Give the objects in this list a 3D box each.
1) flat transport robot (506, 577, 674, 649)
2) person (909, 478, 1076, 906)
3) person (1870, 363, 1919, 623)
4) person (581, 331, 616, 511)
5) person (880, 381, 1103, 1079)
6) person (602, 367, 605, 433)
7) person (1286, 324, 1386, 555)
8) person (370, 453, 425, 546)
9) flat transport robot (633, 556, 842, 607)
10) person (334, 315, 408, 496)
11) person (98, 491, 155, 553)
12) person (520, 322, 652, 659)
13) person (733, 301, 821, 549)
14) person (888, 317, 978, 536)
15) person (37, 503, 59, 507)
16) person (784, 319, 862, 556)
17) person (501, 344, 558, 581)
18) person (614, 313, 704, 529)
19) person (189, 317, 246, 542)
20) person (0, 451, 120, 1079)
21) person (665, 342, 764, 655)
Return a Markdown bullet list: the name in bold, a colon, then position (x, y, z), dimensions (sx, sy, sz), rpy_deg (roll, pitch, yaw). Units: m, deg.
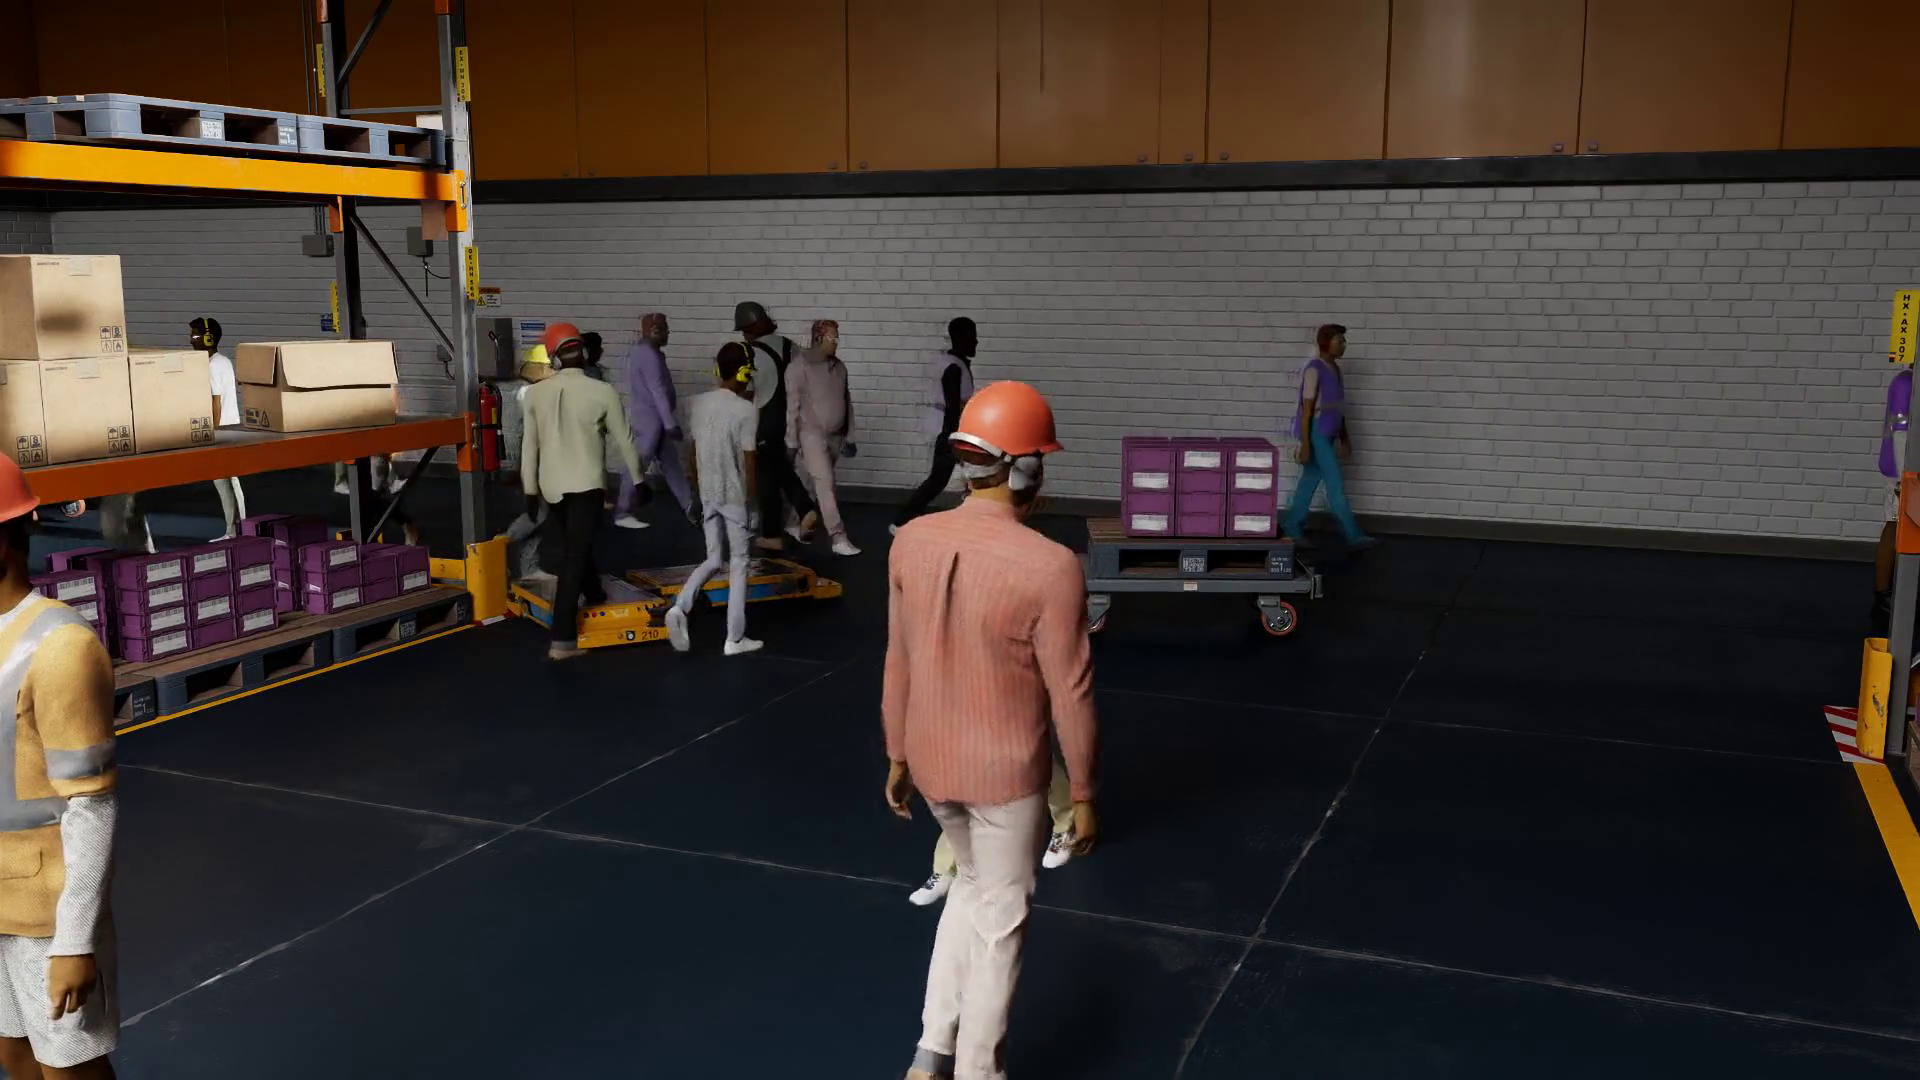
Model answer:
- **flat transport robot**: position (-2.319, 0.424, 10.421), dimensions (0.652, 0.197, 1.431), rpy_deg (-6, 11, -31)
- **person**: position (0.173, 0.482, 6.069), dimensions (0.498, 1.595, 0.819), rpy_deg (7, 12, 38)
- **person**: position (6.102, -0.448, 10.665), dimensions (0.363, 1.939, 0.542), rpy_deg (7, 12, 37)
- **person**: position (-3.424, -1.077, 15.245), dimensions (0.422, 1.672, 0.552), rpy_deg (0, 9, -1)
- **person**: position (0.088, 0.584, 4.290), dimensions (0.647, 1.975, 0.445), rpy_deg (8, 13, 41)
- **person**: position (-3.598, -1.127, 15.750), dimensions (0.481, 1.615, 0.511), rpy_deg (6, 11, 32)
- **person**: position (2.971, -0.782, 13.069), dimensions (0.907, 1.804, 0.594), rpy_deg (5, 11, 28)
- **person**: position (-4.430, -0.651, 12.650), dimensions (0.476, 1.683, 0.549), rpy_deg (-7, 12, -38)
- **flat transport robot**: position (-1.575, 0.299, 11.181), dimensions (1.431, 0.197, 0.652), rpy_deg (-6, 11, -30)
- **person**: position (-5.865, -1.319, 16.345), dimensions (1.002, 1.804, 0.521), rpy_deg (6, 11, 33)
- **person**: position (-5.881, -0.512, 11.592), dimensions (0.606, 1.778, 0.737), rpy_deg (6, 11, 33)
- **person**: position (-2.232, -0.313, 9.856), dimensions (0.635, 1.922, 0.988), rpy_deg (3, 10, 19)
- **person**: position (-1.507, -0.926, 13.256), dimensions (0.594, 2.000, 0.760), rpy_deg (8, 12, 41)
- **person**: position (-0.100, -0.864, 13.414), dimensions (0.992, 1.875, 0.588), rpy_deg (1, 9, 5)
- **person**: position (-8.496, -1.254, 15.476), dimensions (0.621, 1.972, 0.638), rpy_deg (1, 9, 8)
- **person**: position (-1.121, -0.833, 13.292), dimensions (1.012, 1.853, 0.645), rpy_deg (8, 12, 39)
- **person**: position (-3.071, -0.539, 11.876), dimensions (0.500, 1.715, 0.504), rpy_deg (0, 9, 2)
- **person**: position (-2.572, -1.023, 14.393), dimensions (0.978, 1.860, 0.649), rpy_deg (-2, 10, -11)
- **person**: position (-5.958, -0.851, 13.370), dimensions (0.319, 1.858, 0.519), rpy_deg (-2, 10, -14)
- **person**: position (-1.960, 0.749, 3.449), dimensions (0.543, 1.928, 0.374), rpy_deg (7, 12, 36)
- **person**: position (-1.399, -0.209, 9.537), dimensions (0.561, 1.840, 0.638), rpy_deg (6, 11, 30)
